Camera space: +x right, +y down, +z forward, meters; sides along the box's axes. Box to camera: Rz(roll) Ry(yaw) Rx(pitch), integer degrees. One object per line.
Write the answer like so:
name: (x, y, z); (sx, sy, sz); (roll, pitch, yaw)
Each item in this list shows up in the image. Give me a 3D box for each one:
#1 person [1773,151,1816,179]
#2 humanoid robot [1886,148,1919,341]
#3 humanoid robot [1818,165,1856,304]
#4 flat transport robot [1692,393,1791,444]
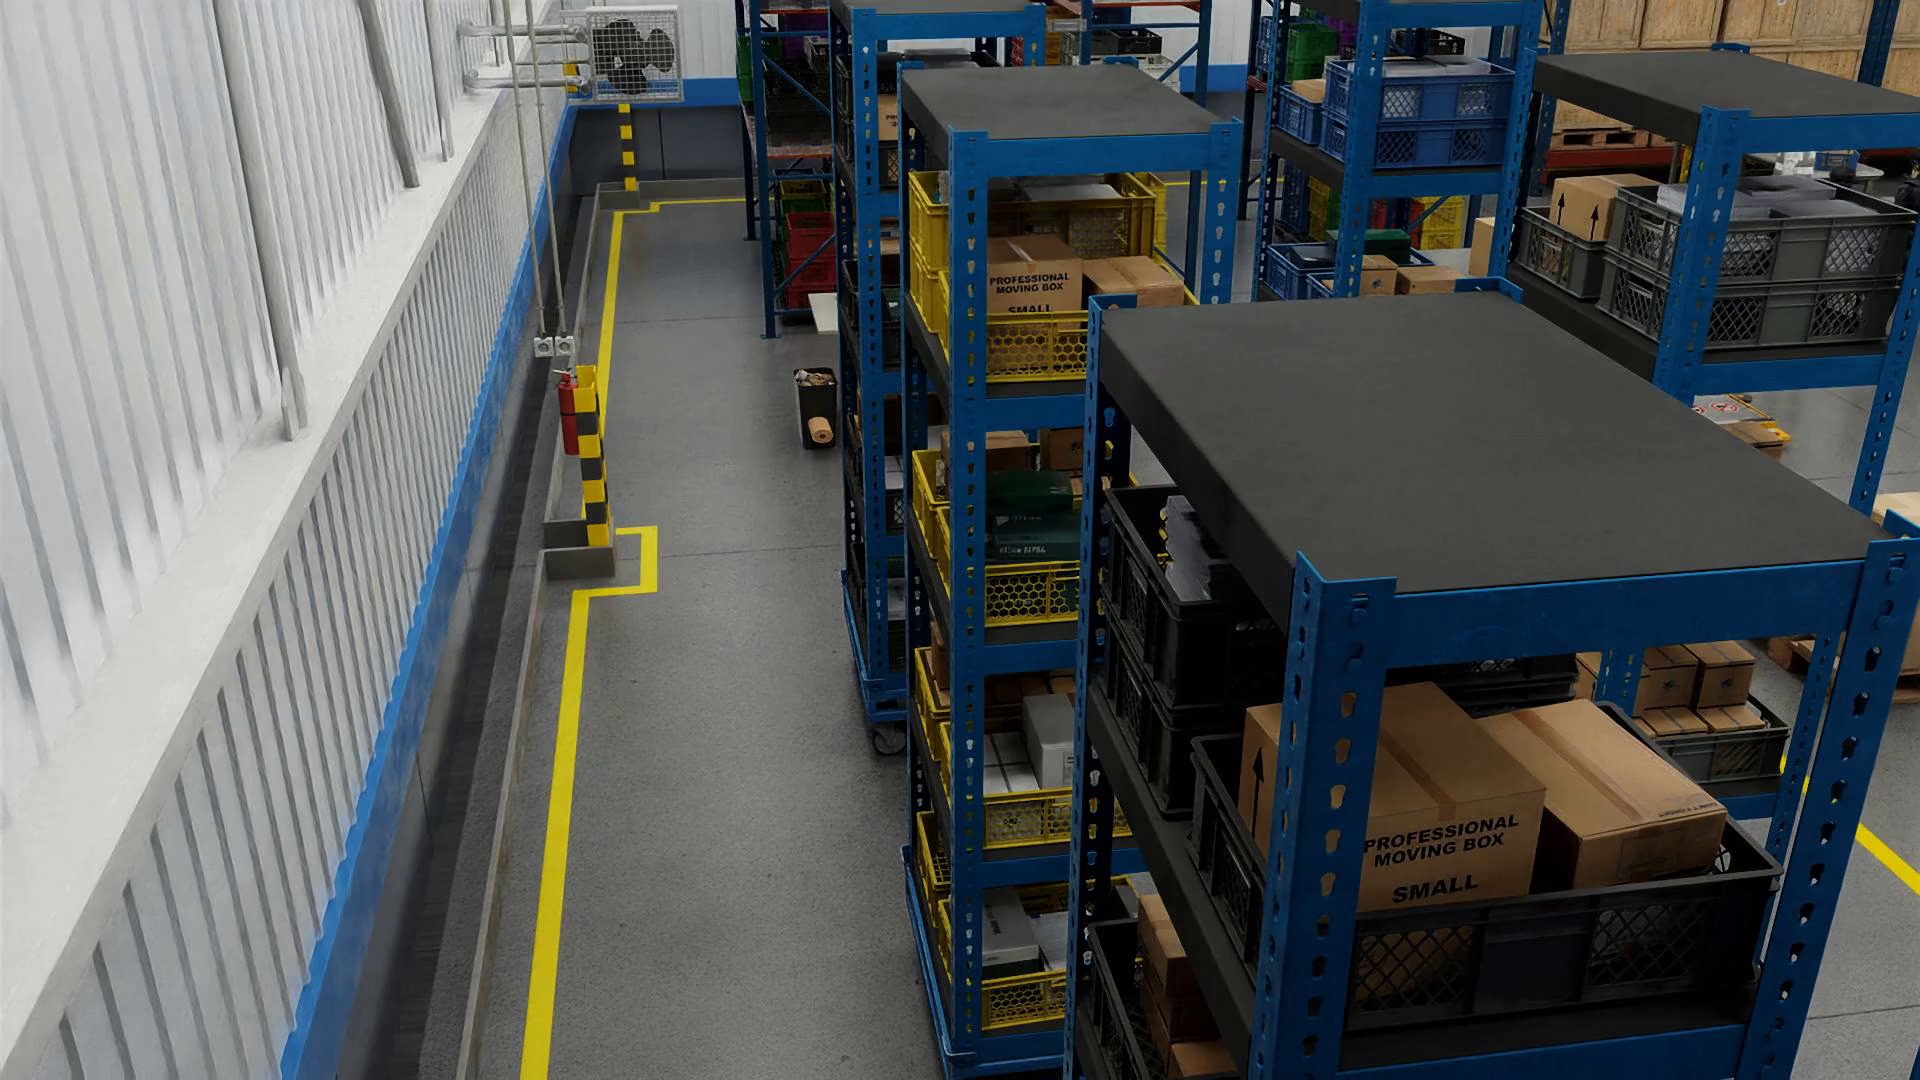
person: (7.781, -3.314, 15.570); (0.337, 1.882, 0.583); (16, 29, 31)
humanoid robot: (7.892, -2.447, 13.914); (0.609, 1.659, 0.313); (-16, 29, -31)
humanoid robot: (6.877, -2.174, 13.325); (0.320, 1.655, 0.612); (-10, 26, -20)
flat transport robot: (5.224, -0.859, 12.132); (1.431, 0.197, 0.652); (-4, 25, -8)
